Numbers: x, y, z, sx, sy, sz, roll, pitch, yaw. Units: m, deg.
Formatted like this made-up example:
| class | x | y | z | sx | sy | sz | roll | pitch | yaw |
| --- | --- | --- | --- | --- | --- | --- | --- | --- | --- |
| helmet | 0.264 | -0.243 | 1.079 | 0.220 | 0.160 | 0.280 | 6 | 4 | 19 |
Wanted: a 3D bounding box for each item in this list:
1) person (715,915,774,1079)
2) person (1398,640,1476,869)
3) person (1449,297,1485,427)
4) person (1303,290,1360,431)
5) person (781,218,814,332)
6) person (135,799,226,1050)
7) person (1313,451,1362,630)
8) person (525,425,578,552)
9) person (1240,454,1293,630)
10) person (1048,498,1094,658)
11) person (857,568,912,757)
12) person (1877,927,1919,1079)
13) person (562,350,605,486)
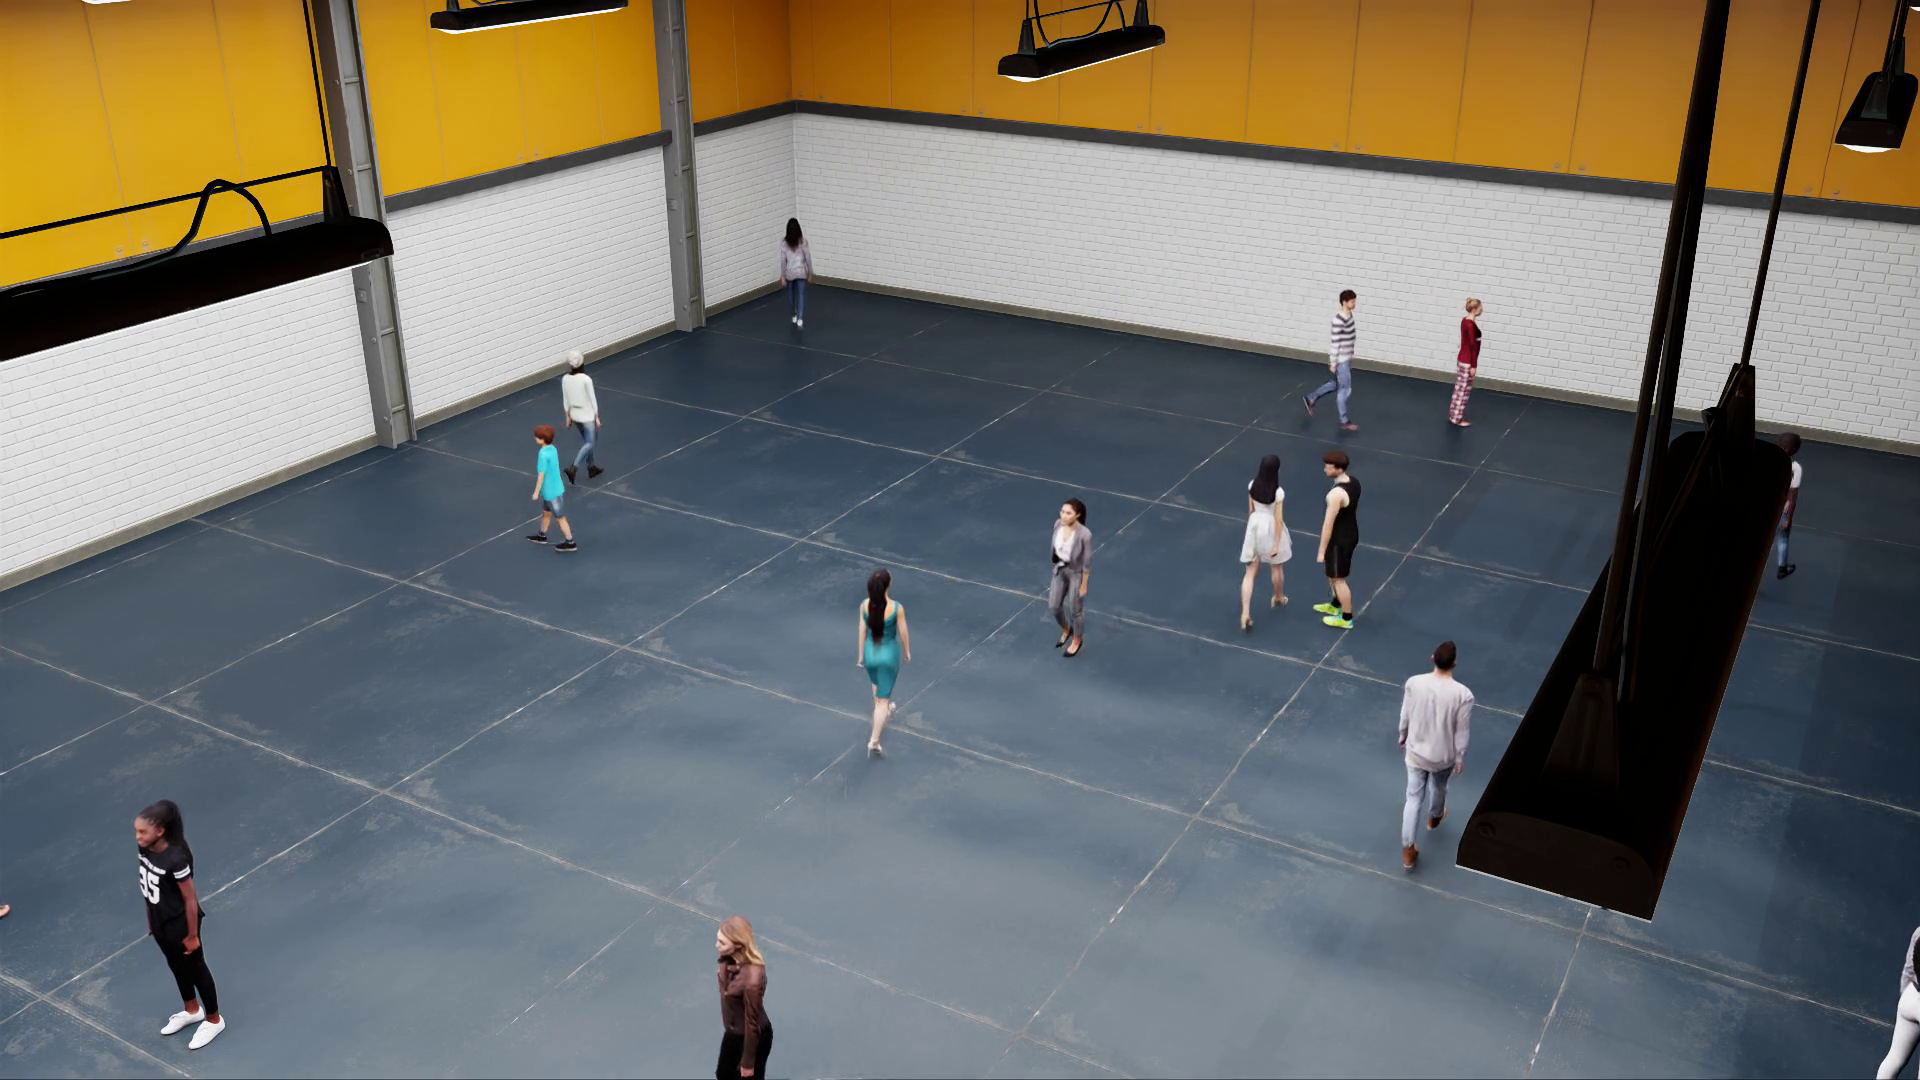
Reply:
| class | x | y | z | sx | sy | sz | roll | pitch | yaw |
| --- | --- | --- | --- | --- | --- | --- | --- | --- | --- |
| person | -1.171 | 2.886 | 9.763 | 0.761 | 1.696 | 0.731 | -10 | 26 | -23 |
| person | 3.519 | 1.629 | 12.520 | 0.702 | 1.790 | 1.106 | 12 | 26 | 26 |
| person | 6.624 | -2.345 | 21.723 | 0.752 | 1.700 | 0.611 | 1 | 24 | 2 |
| person | 4.863 | -2.363 | 21.600 | 0.709 | 1.832 | 0.976 | 13 | 27 | 27 |
| person | -2.539 | -4.065 | 25.666 | 1.049 | 1.695 | 1.254 | -1 | 24 | -1 |
| person | -5.048 | 2.460 | 10.695 | 0.606 | 1.730 | 0.558 | 14 | 27 | 29 |
| person | 3.752 | 0.005 | 16.149 | 0.788 | 1.860 | 0.599 | 19 | 30 | 37 |
| person | -4.337 | -0.547 | 17.953 | 0.823 | 1.426 | 0.847 | 0 | 24 | -1 |
| person | 2.910 | 0.040 | 16.225 | 0.699 | 1.735 | 1.081 | 17 | 29 | 34 |
| person | 1.112 | 0.330 | 15.662 | 0.679 | 1.653 | 0.692 | -20 | 31 | -38 |
| person | -0.682 | 1.062 | 13.998 | 0.767 | 1.646 | 1.072 | 5 | 24 | 12 |
| person | 5.740 | 2.835 | 9.843 | 0.702 | 1.725 | 0.677 | -10 | 26 | -22 |
| person | -4.516 | -1.431 | 19.725 | 0.613 | 1.627 | 0.962 | 11 | 26 | 23 |
